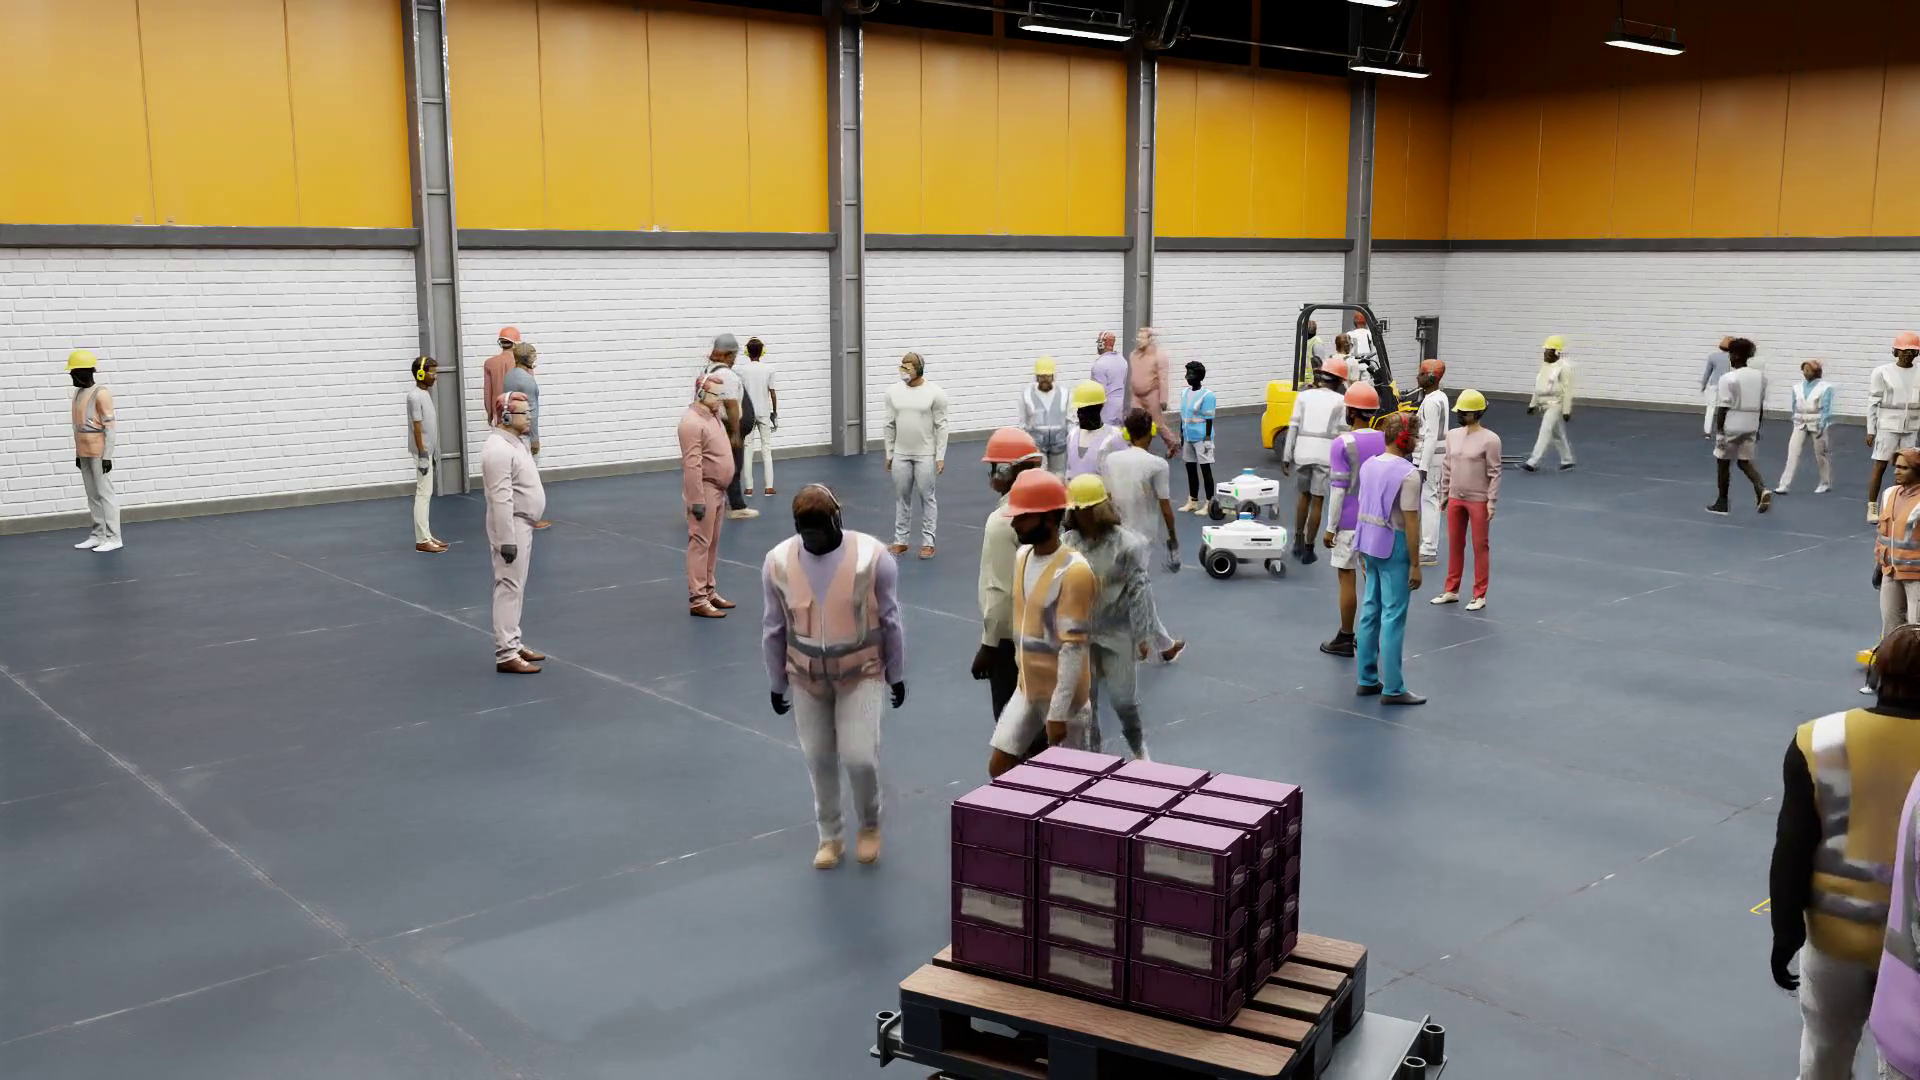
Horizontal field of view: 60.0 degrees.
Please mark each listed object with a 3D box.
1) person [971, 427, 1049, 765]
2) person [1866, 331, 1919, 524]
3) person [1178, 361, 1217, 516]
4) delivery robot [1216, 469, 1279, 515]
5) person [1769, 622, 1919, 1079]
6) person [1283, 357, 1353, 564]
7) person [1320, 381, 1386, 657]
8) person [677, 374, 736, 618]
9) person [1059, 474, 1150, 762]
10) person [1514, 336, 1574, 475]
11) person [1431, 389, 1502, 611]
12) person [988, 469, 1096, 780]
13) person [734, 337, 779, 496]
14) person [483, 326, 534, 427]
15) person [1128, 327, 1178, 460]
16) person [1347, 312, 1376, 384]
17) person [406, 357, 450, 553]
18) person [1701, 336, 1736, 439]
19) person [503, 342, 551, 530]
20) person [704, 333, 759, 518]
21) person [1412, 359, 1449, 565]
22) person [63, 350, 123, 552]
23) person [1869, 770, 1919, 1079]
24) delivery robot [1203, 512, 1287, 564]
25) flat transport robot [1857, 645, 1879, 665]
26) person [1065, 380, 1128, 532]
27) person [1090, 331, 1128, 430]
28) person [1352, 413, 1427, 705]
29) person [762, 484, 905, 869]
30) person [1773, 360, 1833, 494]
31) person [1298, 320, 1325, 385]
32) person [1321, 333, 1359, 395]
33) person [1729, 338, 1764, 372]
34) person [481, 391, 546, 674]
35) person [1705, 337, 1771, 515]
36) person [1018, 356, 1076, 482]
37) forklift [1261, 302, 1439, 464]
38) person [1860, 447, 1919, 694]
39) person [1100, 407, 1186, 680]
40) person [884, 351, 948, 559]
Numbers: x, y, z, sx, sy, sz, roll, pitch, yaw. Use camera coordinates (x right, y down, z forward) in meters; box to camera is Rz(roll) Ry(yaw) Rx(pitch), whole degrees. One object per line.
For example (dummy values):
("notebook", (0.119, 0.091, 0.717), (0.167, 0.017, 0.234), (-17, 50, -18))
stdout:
("person", (0.259, 0.446, 8.151), (0.396, 1.985, 0.645), (5, 11, 26))
("person", (9.838, -1.168, 17.417), (0.615, 2.040, 0.391), (1, 10, 8))
("person", (2.576, -1.103, 18.080), (0.322, 1.690, 0.535), (-6, 11, -29))
("delivery robot", (3.057, -0.516, 17.674), (0.707, 0.478, 0.477), (-8, 12, -37))
("person", (2.681, 1.114, 4.811), (0.623, 1.779, 1.000), (5, 11, 26))
("person", (3.313, -0.739, 15.365), (0.573, 1.883, 0.637), (5, 11, 29))
("person", (2.794, -0.144, 11.715), (0.548, 1.942, 0.348), (-5, 11, -27))
("person", (-1.967, -0.352, 13.063), (0.406, 1.902, 0.638), (1, 10, 7))
("person", (0.750, 0.480, 8.724), (0.503, 1.715, 0.587), (4, 11, 24))
("person", (7.618, -1.736, 21.502), (0.945, 1.791, 0.584), (-2, 10, -10))
("person", (4.054, -0.320, 13.273), (0.329, 1.765, 0.525), (-7, 12, -35))
("person", (0.282, 0.655, 7.116), (0.751, 1.911, 0.577), (-6, 11, -31))
("person", (-2.400, -1.437, 19.548), (0.542, 1.871, 0.394), (-1, 10, -4))
("person", (-5.289, -1.521, 19.621), (0.623, 1.992, 0.396), (1, 10, 6))
("person", (2.604, -1.958, 22.558), (0.841, 1.878, 0.658), (-10, 14, -44))
("person", (6.664, -2.858, 27.772), (0.584, 1.883, 0.339), (-3, 10, -17))
("person", (-5.091, -0.815, 15.877), (0.329, 1.865, 0.516), (-2, 10, -11))
("person", (11.719, -2.343, 25.631), (0.605, 1.568, 0.859), (10, 14, 44))
("person", (-4.499, -1.070, 17.151), (0.351, 1.936, 0.634), (-7, 12, -35))
("person", (-2.544, -1.206, 17.644), (0.781, 2.000, 0.691), (-5, 11, -26))
("person", (4.274, -0.709, 15.197), (0.356, 1.885, 0.574), (4, 10, 20))
("person", (-8.284, -0.847, 15.874), (0.595, 1.925, 0.371), (7, 12, 36))
("person", (2.312, 1.162, 3.810), (0.403, 2.033, 0.607), (6, 11, 31))
("delivery robot", (2.509, -0.001, 14.663), (0.707, 0.478, 0.477), (0, 10, 1))
("flat transport robot", (6.934, 0.742, 11.414), (1.431, 0.197, 0.652), (-5, 11, -26))
("person", (0.972, -0.207, 12.149), (0.388, 1.924, 0.606), (-8, 12, -39))
("person", (1.764, -1.575, 20.198), (0.404, 1.911, 0.636), (7, 12, 35))
("person", (2.697, 0.117, 10.495), (0.396, 1.837, 0.564), (-3, 10, -19))
("person", (-0.581, 0.631, 7.567), (0.643, 1.814, 0.465), (2, 10, 10))
("person", (10.041, -1.328, 19.660), (0.864, 1.594, 0.512), (-7, 12, -34))
("person", (5.345, -2.455, 25.549), (0.429, 1.839, 0.633), (-2, 10, -12))
("person", (4.833, -1.707, 21.158), (0.509, 1.842, 0.329), (8, 13, 41))
("person", (11.587, -2.168, 24.534), (0.505, 1.619, 0.395), (9, 13, 42))
("person", (-3.015, -0.057, 11.313), (0.400, 1.907, 0.645), (-1, 10, -7))
("person", (8.444, -1.209, 17.943), (0.623, 1.944, 0.663), (-3, 10, -15))
("person", (0.881, -0.989, 17.069), (0.588, 1.808, 0.792), (-1, 10, -6))
("forklift", (5.320, -2.157, 22.763), (2.313, 2.155, 1.214), (3, 10, 16))
("person", (5.964, 0.226, 10.474), (0.318, 1.630, 0.513), (-2, 10, -11))
("person", (1.245, 0.014, 11.184), (0.988, 1.800, 0.550), (-9, 13, -42))
("person", (-0.415, -0.786, 15.493), (0.628, 1.936, 0.375), (4, 10, 20))
